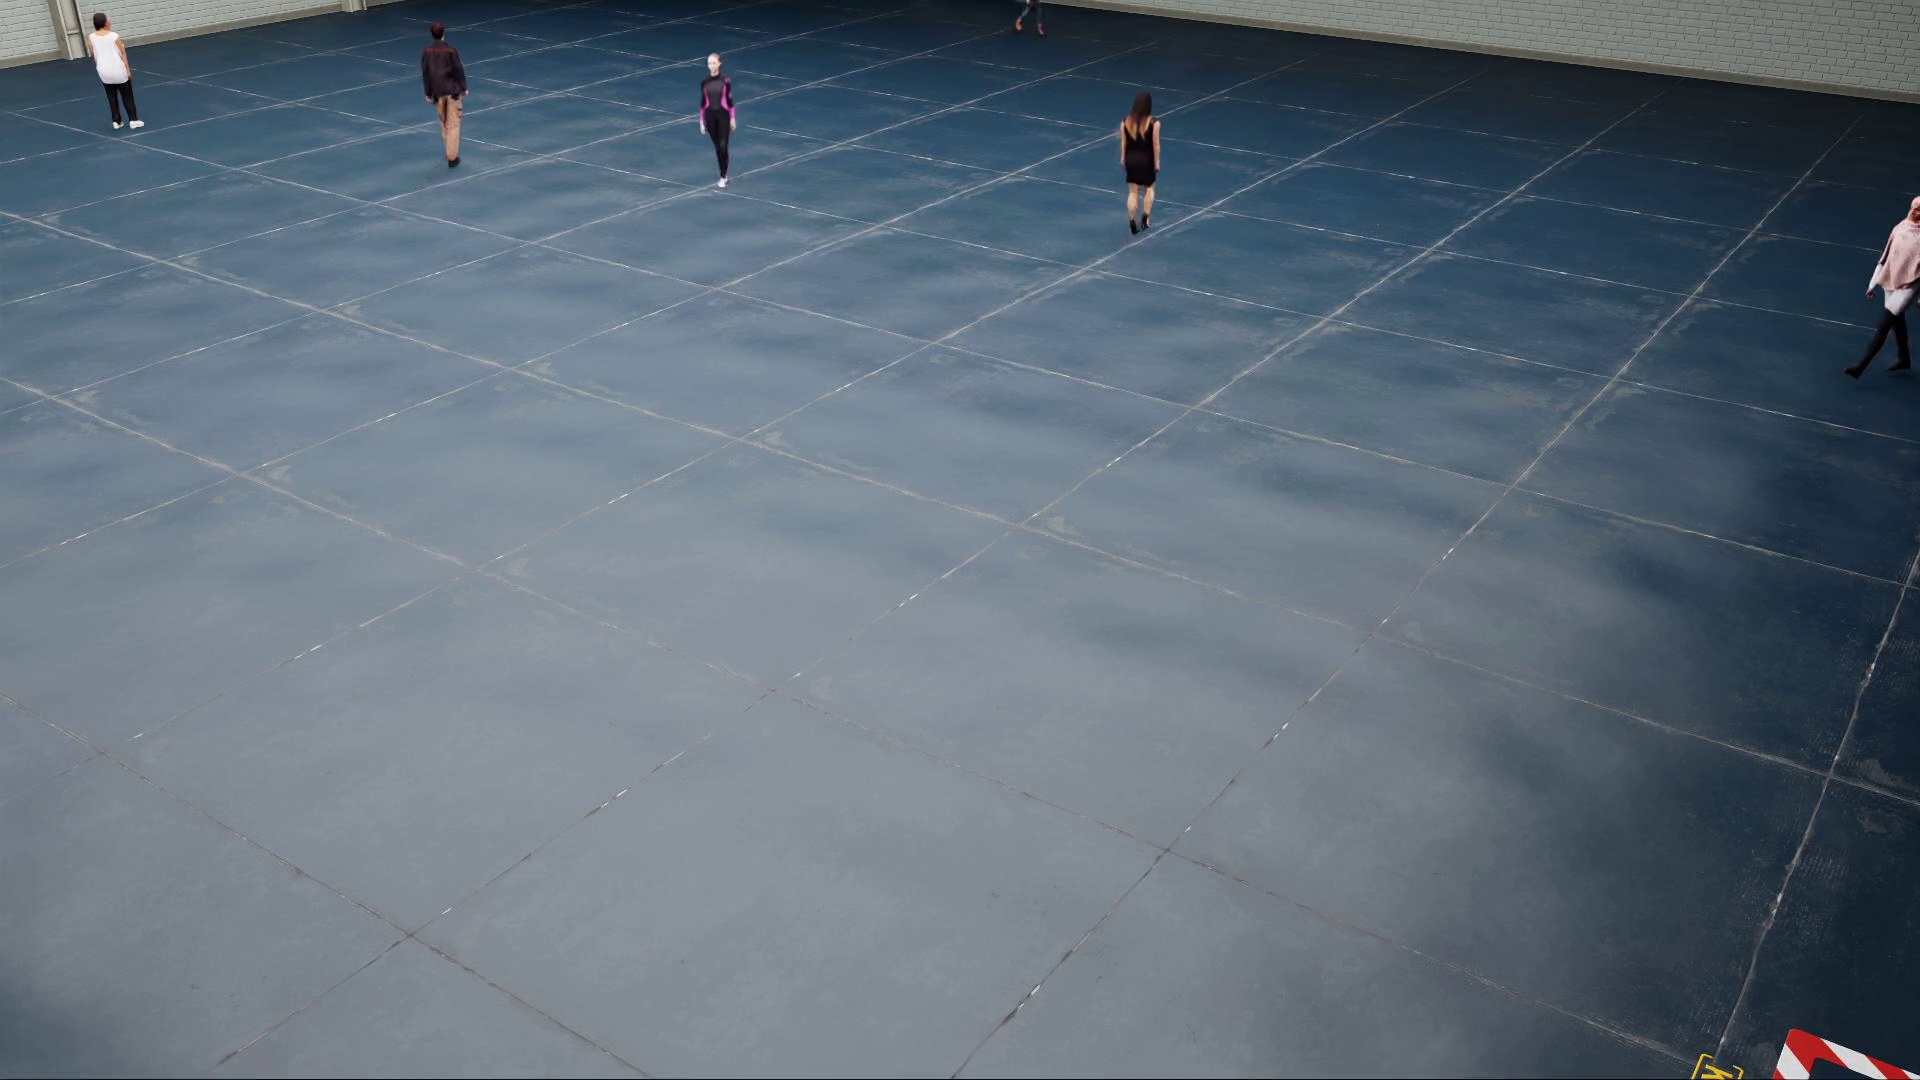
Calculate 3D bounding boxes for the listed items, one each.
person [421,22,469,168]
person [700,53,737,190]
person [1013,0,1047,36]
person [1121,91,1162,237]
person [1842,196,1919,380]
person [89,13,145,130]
[{"bbox_3d":[-7.110,-6.111,22.935,1.042,1.894,1.168,1,27,1],"label":"person"},{"bbox_3d":[-3.197,-5.586,22.109,0.892,1.715,1.076,2,27,5],"label":"person"},{"bbox_3d":[1.337,-10.351,31.675,0.768,1.429,0.994,24,35,38],"label":"person"},{"bbox_3d":[2.146,-4.495,20.008,0.746,1.698,0.713,10,29,19],"label":"person"},{"bbox_3d":[9.020,-2.380,15.850,1.265,1.746,1.036,-12,30,-22],"label":"person"},{"bbox_3d":[-12.715,-7.058,24.999,0.757,1.686,0.774,2,27,4],"label":"person"}]
